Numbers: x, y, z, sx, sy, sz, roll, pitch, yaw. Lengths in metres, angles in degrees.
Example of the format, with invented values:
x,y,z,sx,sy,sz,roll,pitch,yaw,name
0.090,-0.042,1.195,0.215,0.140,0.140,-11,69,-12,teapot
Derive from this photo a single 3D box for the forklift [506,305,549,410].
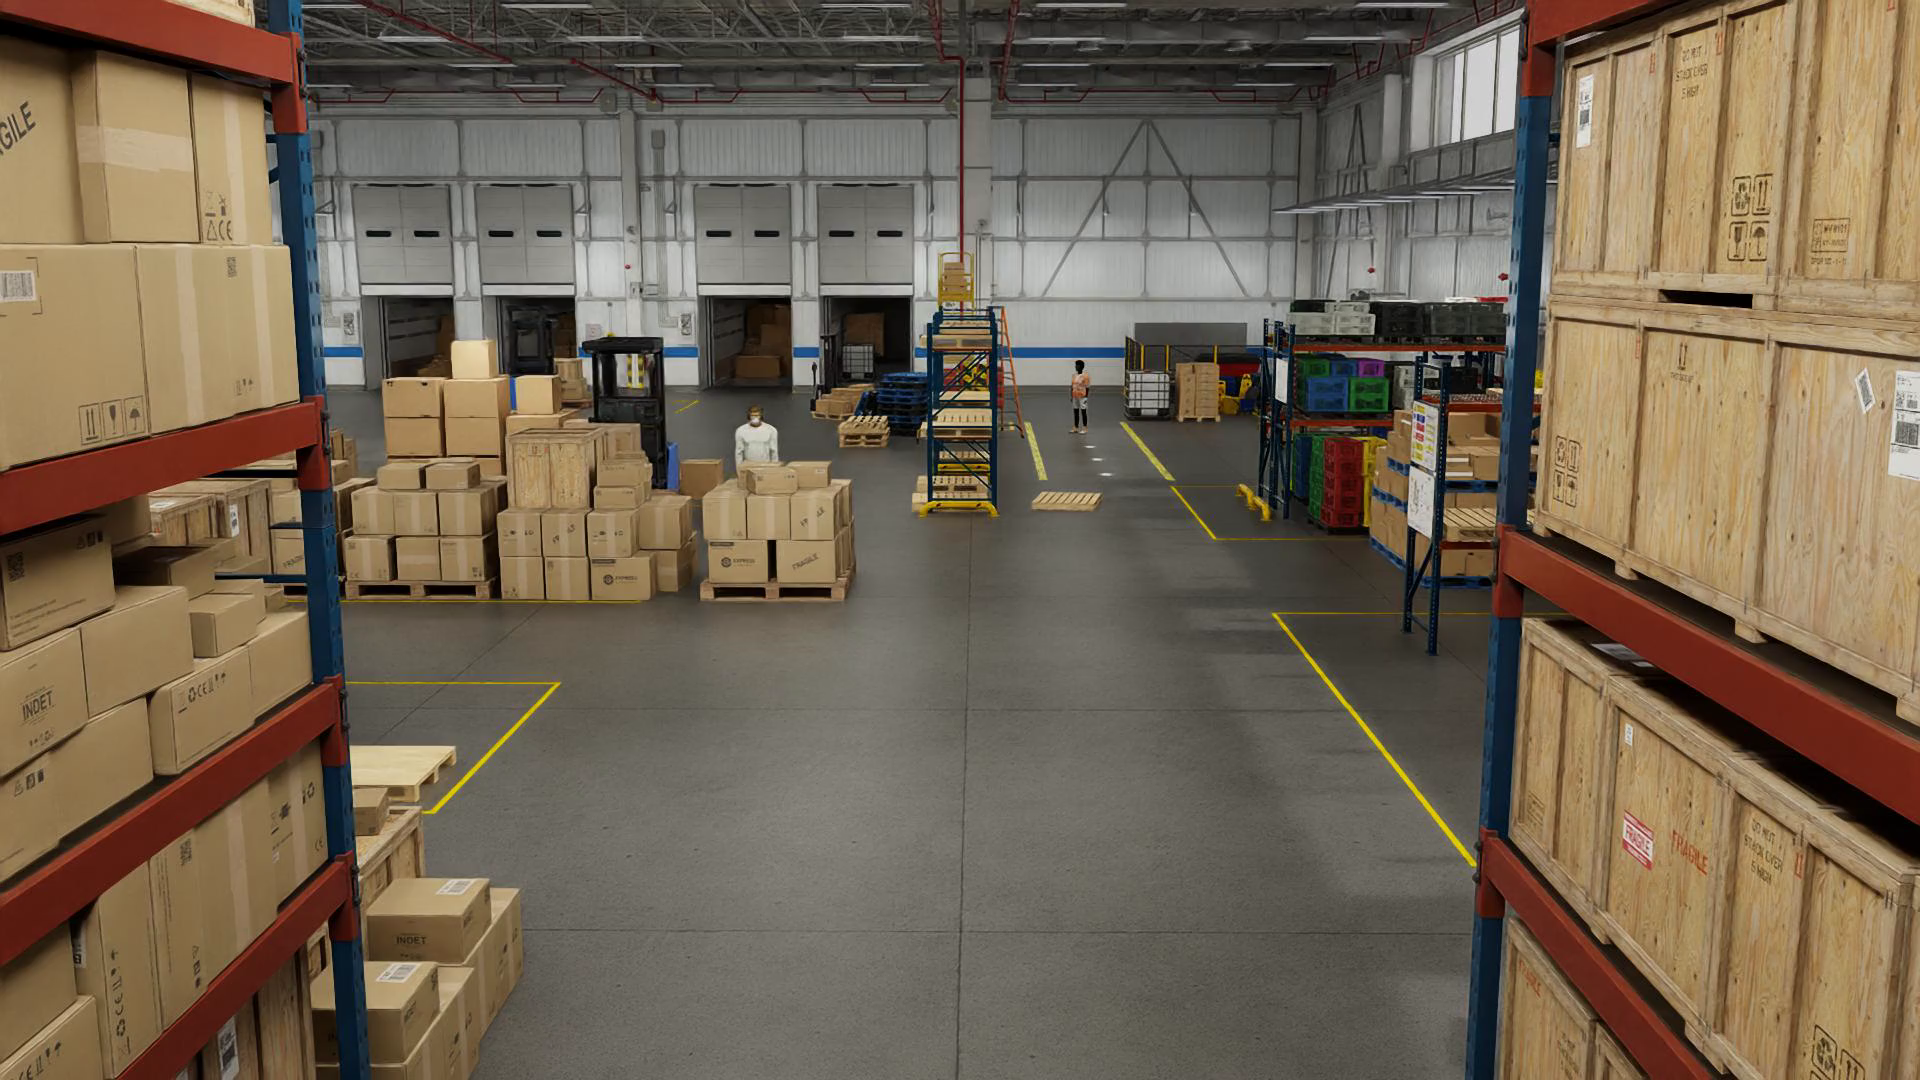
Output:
x,y,z,sx,sy,sz,roll,pitch,yaw,name
-10.735,-4.452,41.385,1.129,2.768,1.873,0,10,1,forklift

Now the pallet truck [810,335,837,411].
x,y,z,sx,sy,sz,roll,pitch,yaw,name
-3.021,-4.312,43.126,1.885,1.965,0.823,3,10,17,pallet truck

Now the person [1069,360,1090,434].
x,y,z,sx,sy,sz,roll,pitch,yaw,name
2.720,-3.252,37.878,0.317,1.696,0.539,-9,14,-43,person

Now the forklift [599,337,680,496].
x,y,z,sx,sy,sz,roll,pitch,yaw,name
-5.067,-1.764,25.881,1.129,2.768,1.873,0,10,1,forklift

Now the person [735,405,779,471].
x,y,z,sx,sy,sz,roll,pitch,yaw,name
-2.963,-1.020,24.347,0.627,1.930,0.386,-1,10,-3,person
